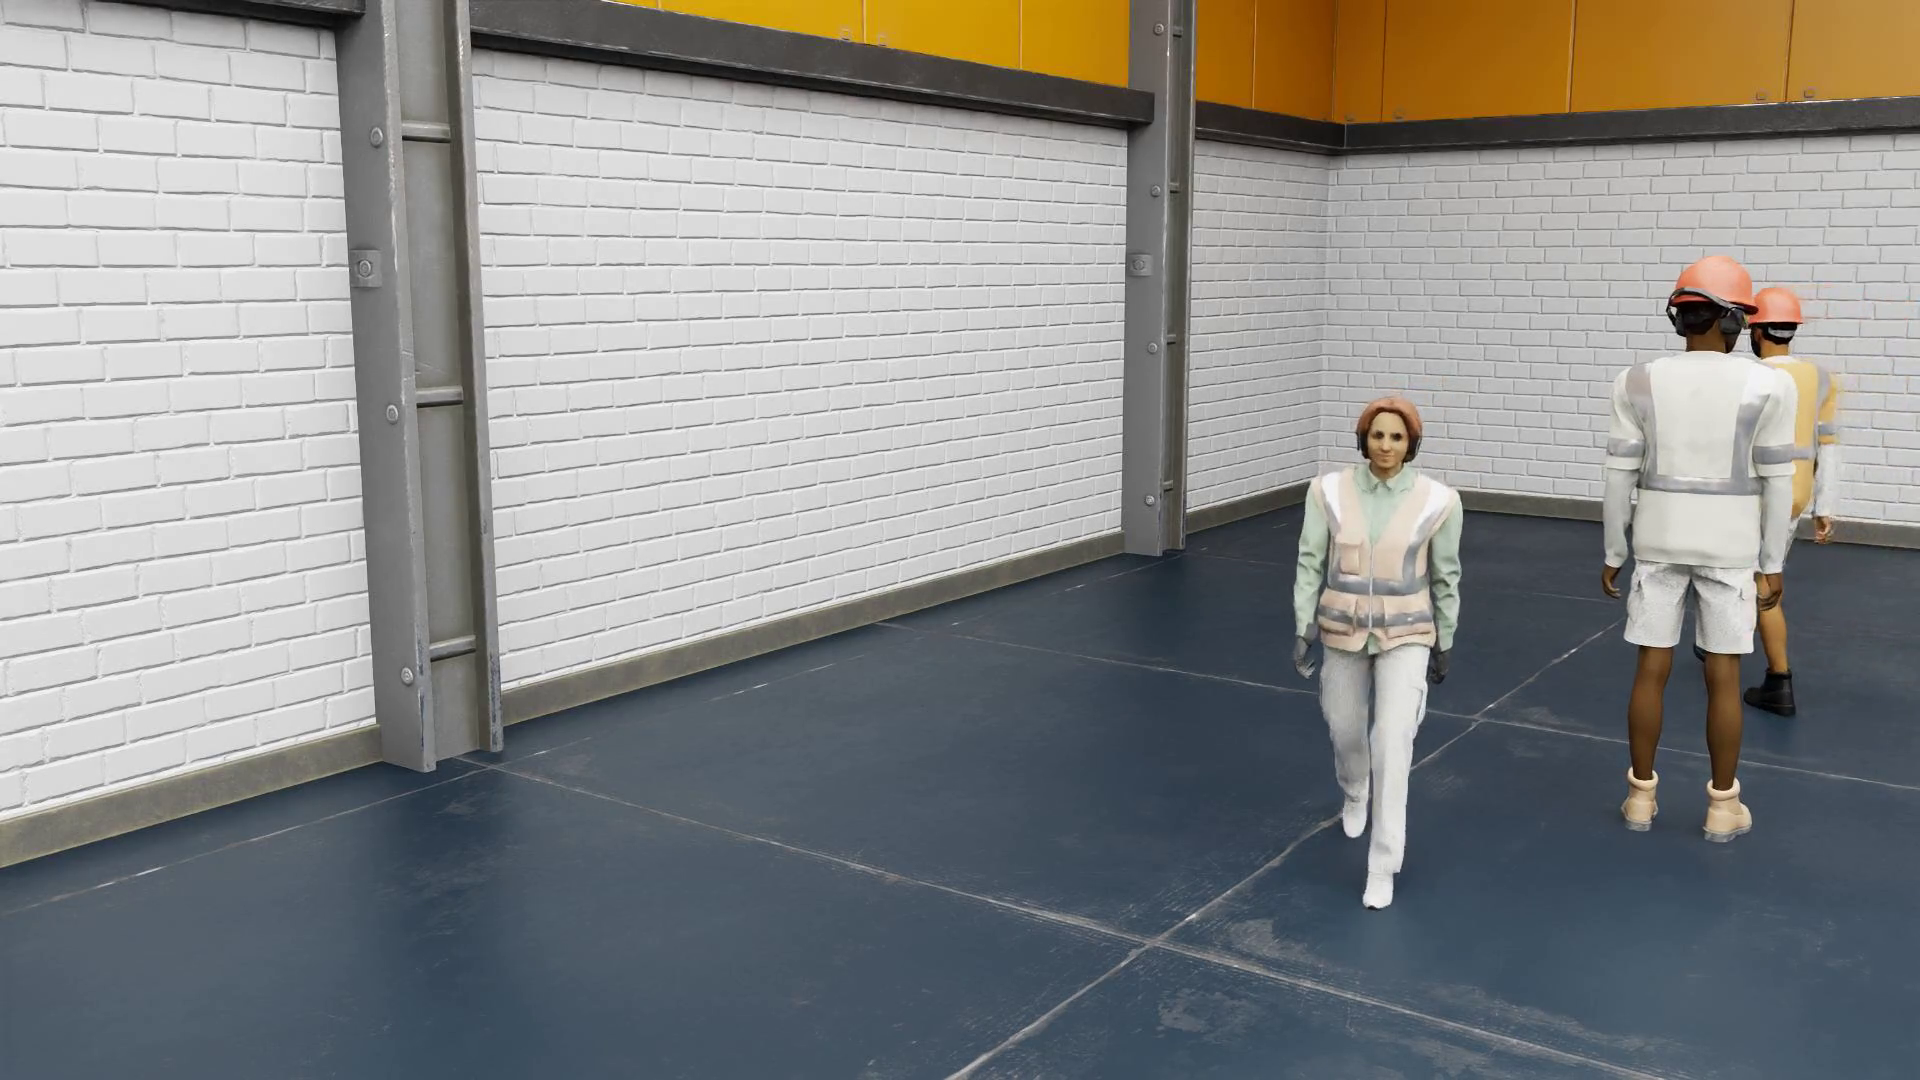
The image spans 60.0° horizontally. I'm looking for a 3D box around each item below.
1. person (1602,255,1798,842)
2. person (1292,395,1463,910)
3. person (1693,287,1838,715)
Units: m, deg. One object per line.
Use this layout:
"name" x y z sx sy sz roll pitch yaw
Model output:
"person" 2.578 0.034 5.844 0.606 2.039 0.395 6 11 32
"person" 1.377 0.313 5.476 0.511 1.609 0.773 4 10 23
"person" 3.647 -0.207 7.685 0.565 1.889 0.961 -1 10 -7
